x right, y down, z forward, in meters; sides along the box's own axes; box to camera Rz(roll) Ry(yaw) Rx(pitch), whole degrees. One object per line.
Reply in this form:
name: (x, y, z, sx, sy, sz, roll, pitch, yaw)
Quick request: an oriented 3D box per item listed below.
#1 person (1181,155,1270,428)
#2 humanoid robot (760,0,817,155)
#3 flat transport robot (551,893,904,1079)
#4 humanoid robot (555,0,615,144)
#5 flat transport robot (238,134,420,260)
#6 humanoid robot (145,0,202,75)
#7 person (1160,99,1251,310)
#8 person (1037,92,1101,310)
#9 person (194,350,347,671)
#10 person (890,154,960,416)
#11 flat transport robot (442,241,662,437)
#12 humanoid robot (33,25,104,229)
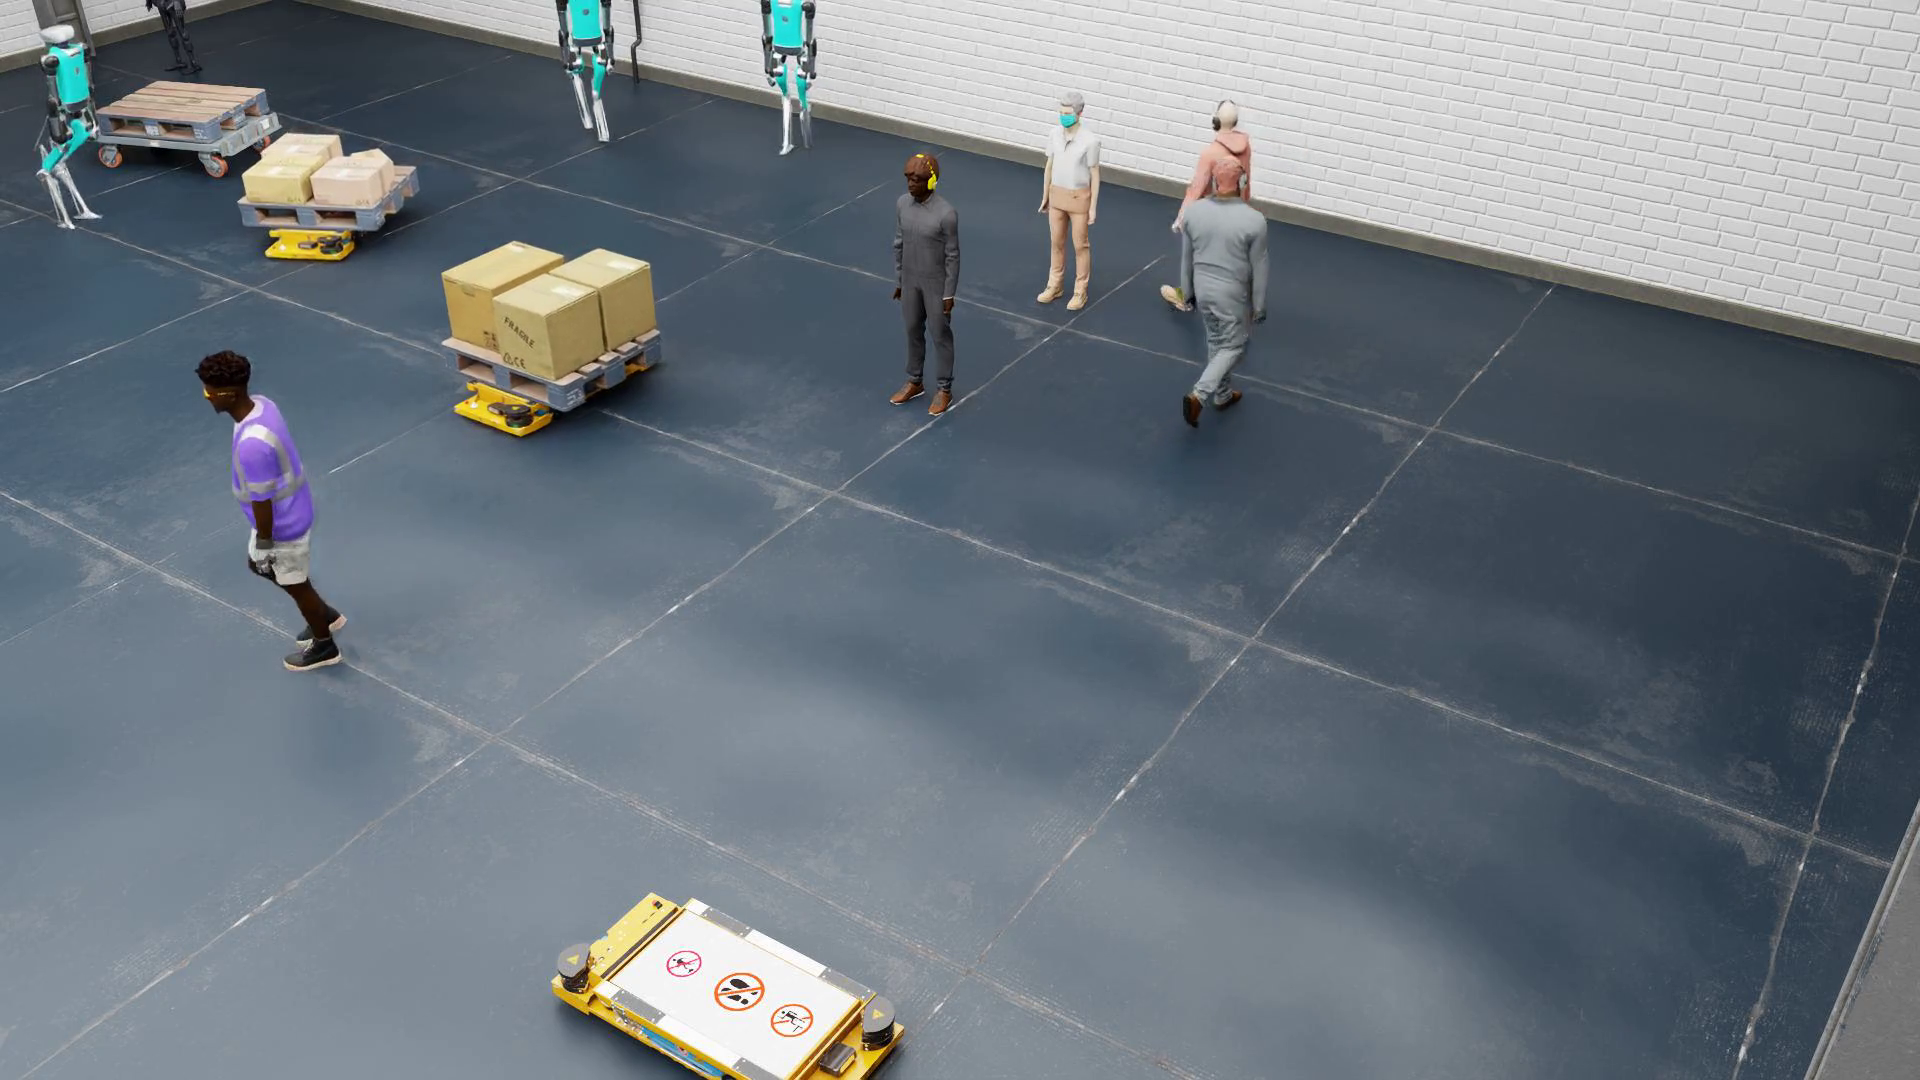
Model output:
person: (1.770, -1.669, 11.363, 0.662, 1.877, 0.740, 26, 41, 34)
humanoid robot: (-1.566, -4.511, 16.026, 0.551, 1.907, 0.704, 7, 33, 10)
flat transport robot: (-1.012, 1.990, 7.159, 1.431, 0.231, 0.659, 19, 37, 27)
humanoid robot: (-3.673, -4.756, 16.322, 0.538, 1.734, 1.028, -12, 35, -17)
flat transport robot: (-5.494, -2.825, 14.651, 0.659, 0.231, 1.431, 3, 33, 5)
humanoid robot: (-8.704, -5.960, 18.215, 0.599, 1.657, 0.315, 19, 37, 27)
person: (1.932, -2.468, 12.694, 0.536, 1.789, 0.958, -27, 42, -36)
person: (0.861, -2.657, 13.023, 0.494, 1.744, 0.301, 19, 37, 27)
person: (-3.675, -0.124, 8.893, 0.427, 1.947, 0.615, -12, 35, -18)
person: (-0.239, -1.770, 11.527, 0.502, 1.873, 0.335, 19, 37, 27)
flat transport robot: (-2.917, -1.187, 12.104, 0.659, 0.231, 1.431, 19, 38, 27)
humanoid robot: (-7.849, -3.604, 14.502, 0.766, 1.758, 0.554, 8, 34, 12)
